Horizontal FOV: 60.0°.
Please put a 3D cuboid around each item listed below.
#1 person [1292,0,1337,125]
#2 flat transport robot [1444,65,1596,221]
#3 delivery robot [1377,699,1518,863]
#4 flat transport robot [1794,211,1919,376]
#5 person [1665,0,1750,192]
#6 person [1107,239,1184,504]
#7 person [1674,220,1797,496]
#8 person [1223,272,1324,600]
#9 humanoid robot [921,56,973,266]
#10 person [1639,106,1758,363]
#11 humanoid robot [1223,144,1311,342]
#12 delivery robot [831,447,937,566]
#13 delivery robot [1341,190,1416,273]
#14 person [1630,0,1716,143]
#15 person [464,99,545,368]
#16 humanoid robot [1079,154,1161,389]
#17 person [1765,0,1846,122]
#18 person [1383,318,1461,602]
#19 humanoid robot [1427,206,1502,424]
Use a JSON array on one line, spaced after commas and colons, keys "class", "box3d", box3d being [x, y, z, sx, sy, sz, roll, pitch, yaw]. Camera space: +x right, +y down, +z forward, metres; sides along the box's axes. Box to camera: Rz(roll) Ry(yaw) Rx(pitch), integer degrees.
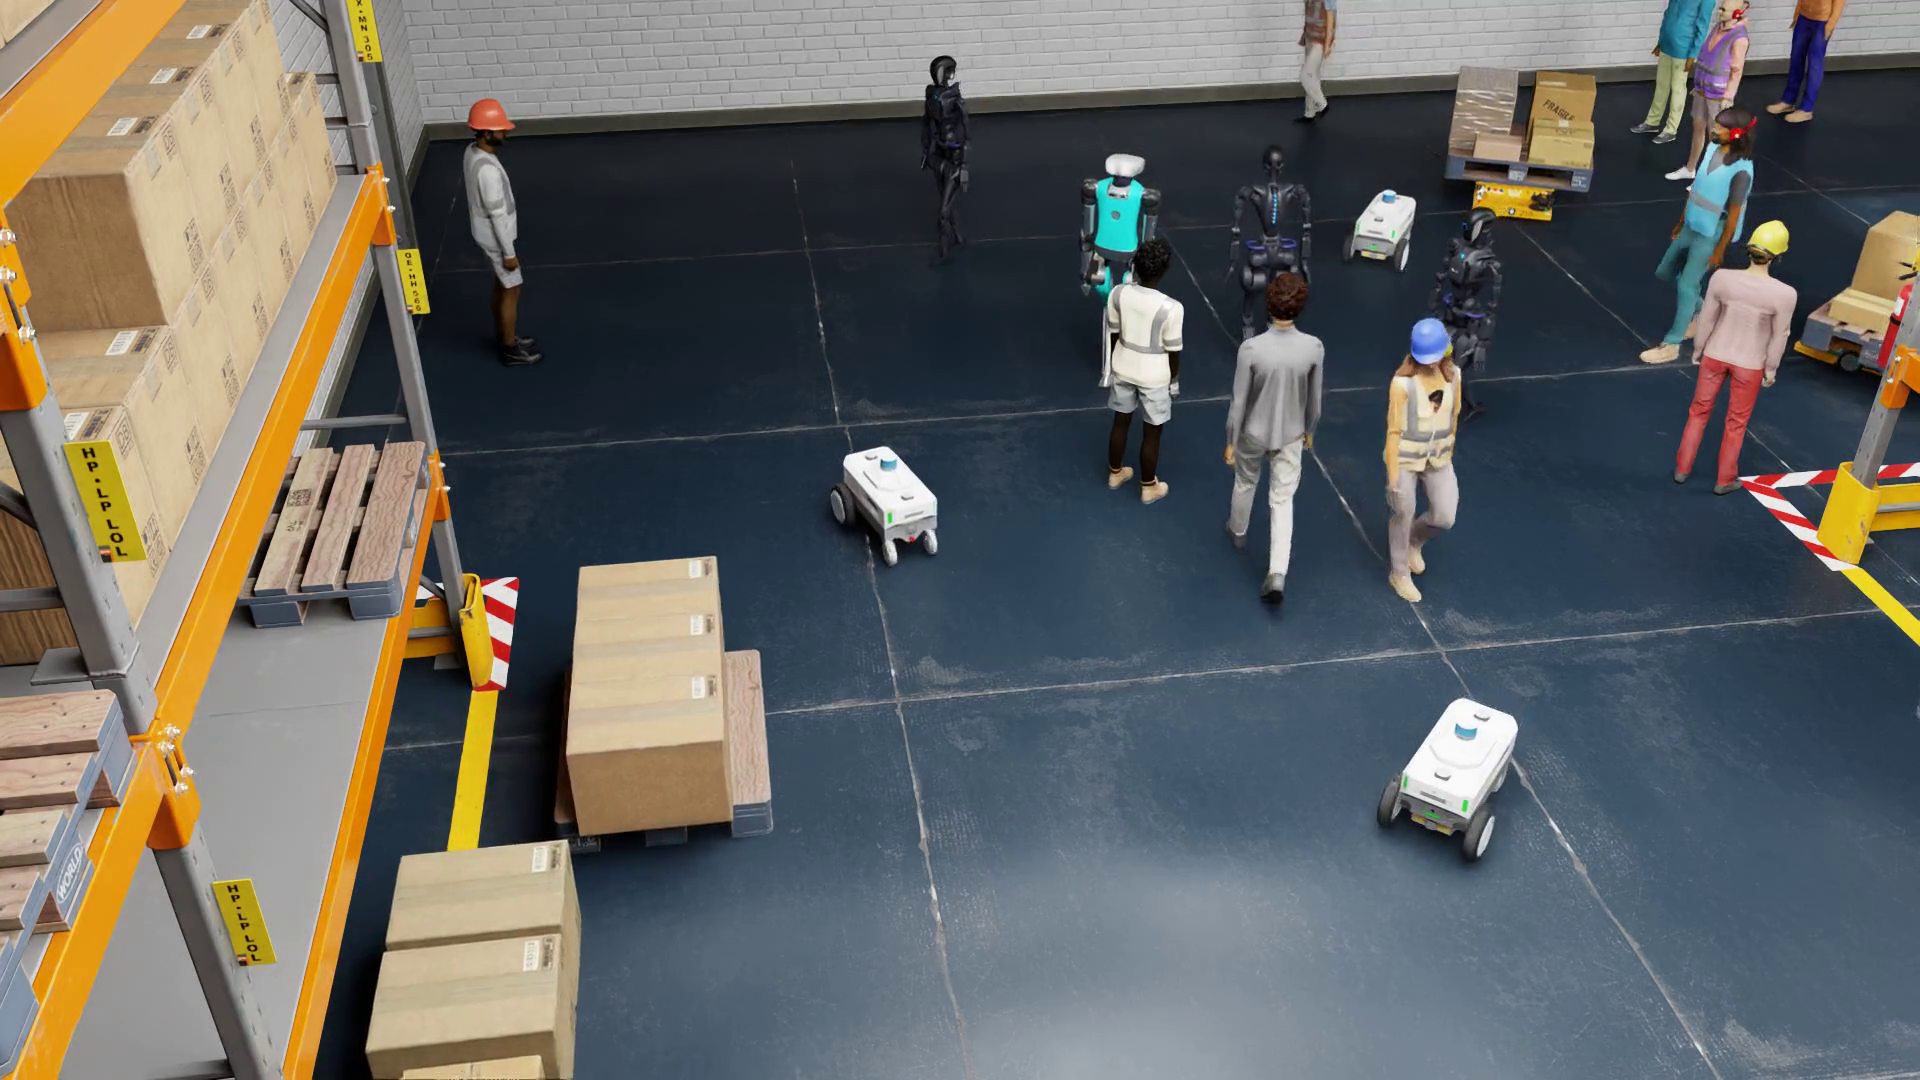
[{"class": "person", "box3d": [3.386, -4.779, 15.877, 0.371, 1.675, 0.473, -6, 34, -9]}, {"class": "flat transport robot", "box3d": [4.914, -3.202, 14.759, 0.659, 0.231, 1.431, 9, 34, 14]}, {"class": "delivery robot", "box3d": [2.355, 1.111, 7.903, 0.499, 0.611, 0.814, 21, 38, 28]}, {"class": "flat transport robot", "box3d": [6.794, -1.288, 11.826, 0.659, 0.231, 1.431, -28, 42, -36]}, {"class": "person", "box3d": [6.575, -3.893, 14.513, 0.341, 1.692, 0.494, -7, 34, -10]}, {"class": "person", "box3d": [1.112, -1.017, 10.109, 0.532, 1.693, 0.319, 25, 40, 33]}, {"class": "person", "box3d": [4.744, -1.108, 10.180, 0.524, 1.768, 0.324, 26, 41, 34]}, {"class": "person", "box3d": [1.753, -0.589, 9.302, 0.542, 1.860, 0.912, 2, 33, 3]}, {"class": "humanoid robot", "box3d": [-0.134, -3.031, 13.219, 0.557, 1.638, 0.610, -24, 40, -32]}, {"class": "person", "box3d": [5.214, -2.142, 11.683, 0.541, 1.854, 0.555, -5, 33, -8]}, {"class": "humanoid robot", "box3d": [2.144, -1.875, 11.439, 0.611, 1.634, 0.515, -1, 33, -1]}, {"class": "delivery robot", "box3d": [-0.434, -0.252, 9.990, 0.499, 0.608, 0.797, -15, 36, -22]}, {"class": "delivery robot", "box3d": [3.424, -2.512, 13.453, 0.499, 0.610, 0.788, 15, 36, 22]}, {"class": "person", "box3d": [6.702, -4.610, 15.566, 0.336, 1.742, 0.562, -9, 34, -14]}, {"class": "person", "box3d": [-3.196, -2.129, 11.604, 0.387, 1.922, 0.549, -14, 36, -21]}, {"class": "humanoid robot", "box3d": [1.125, -1.814, 11.380, 0.550, 1.885, 0.807, 11, 35, 16]}, {"class": "person", "box3d": [8.253, -5.054, 16.043, 0.398, 1.974, 0.516, -11, 35, -16]}, {"class": "person", "box3d": [2.535, -0.429, 9.148, 0.474, 1.747, 0.388, -8, 34, -12]}, {"class": "humanoid robot", "box3d": [3.265, -1.387, 10.733, 0.766, 1.635, 0.595, -16, 36, -23]}]
